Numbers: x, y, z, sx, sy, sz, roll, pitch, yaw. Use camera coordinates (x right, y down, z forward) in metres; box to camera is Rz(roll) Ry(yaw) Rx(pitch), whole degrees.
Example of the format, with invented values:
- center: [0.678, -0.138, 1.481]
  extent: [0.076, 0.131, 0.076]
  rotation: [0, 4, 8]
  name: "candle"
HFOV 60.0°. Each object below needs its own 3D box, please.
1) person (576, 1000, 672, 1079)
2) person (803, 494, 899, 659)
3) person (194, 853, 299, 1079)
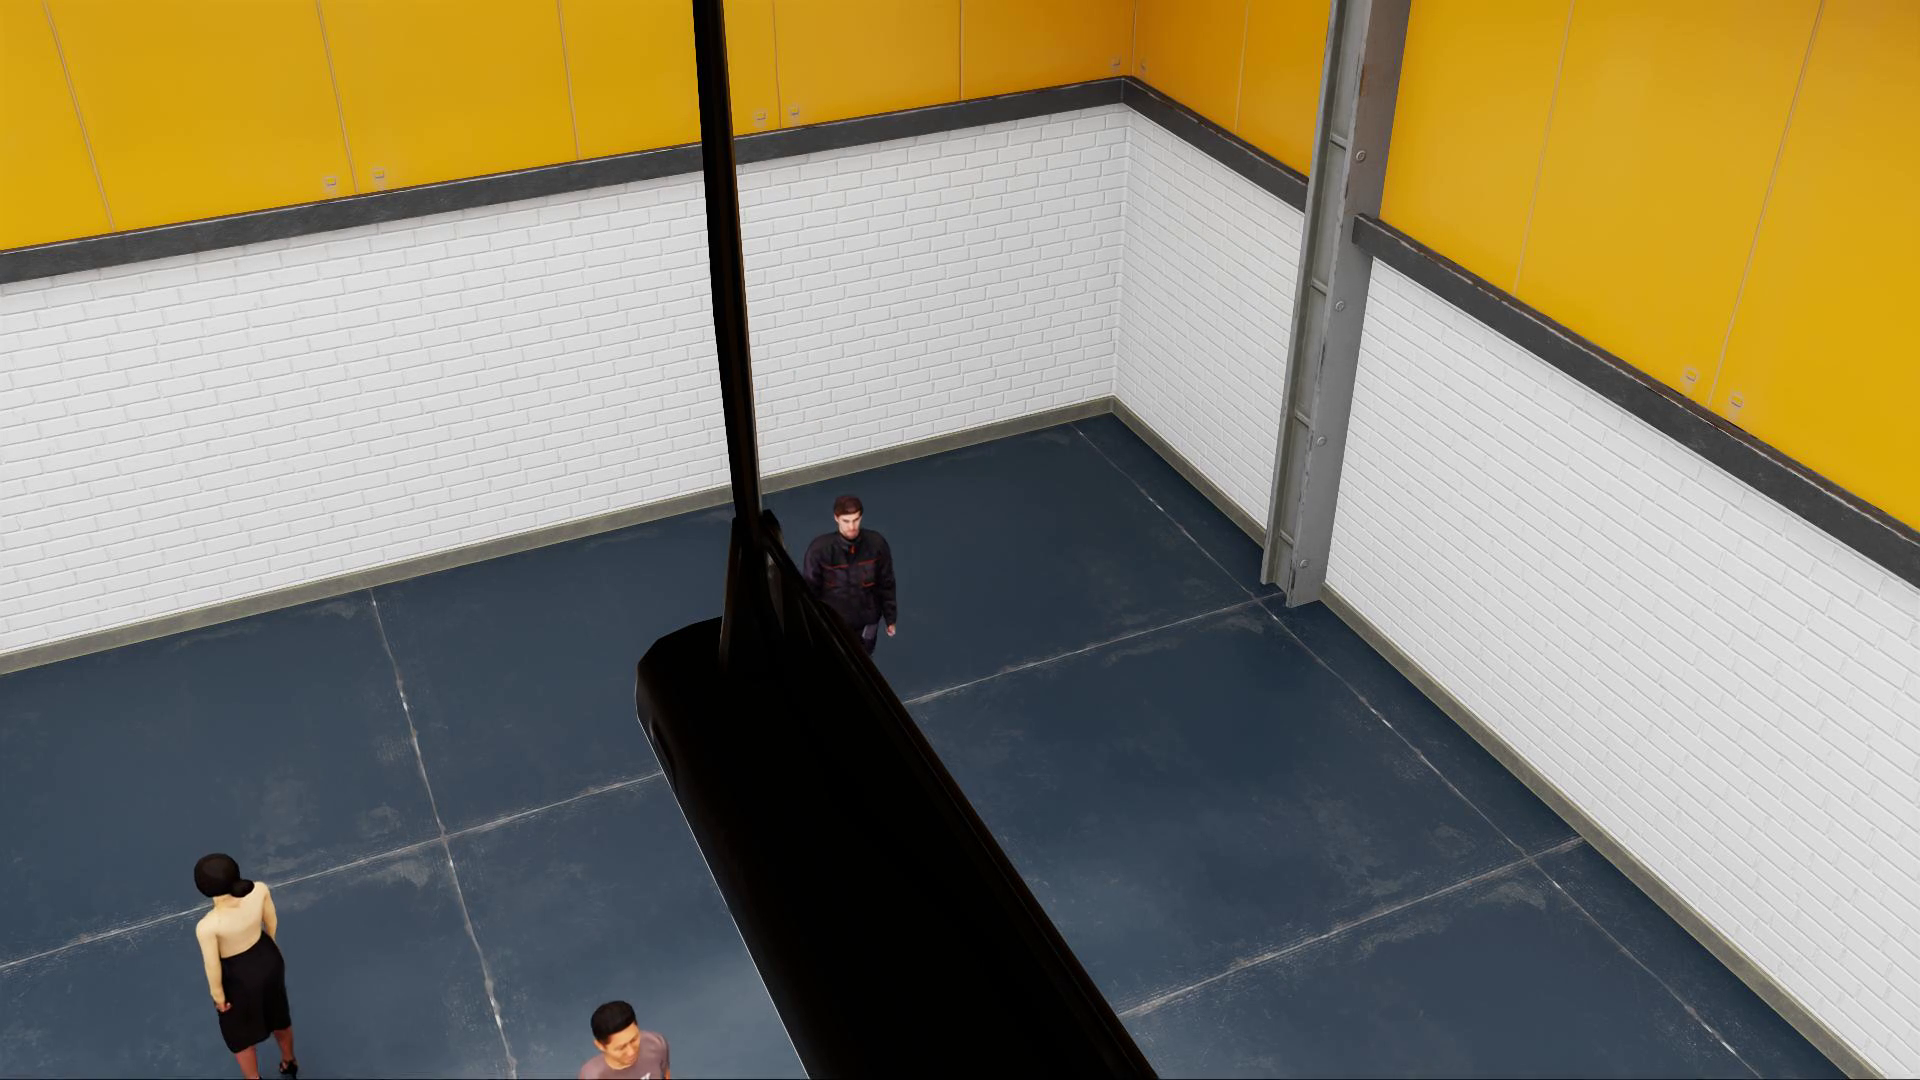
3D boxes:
- center: [-1.518, 2.670, 7.526]
  extent: [0.733, 1.758, 0.804]
  rotation: [-23, 40, -31]
  name: "person"
- center: [-0.730, 0.447, 10.814]
  extent: [0.796, 1.821, 0.854]
  rotation: [-10, 35, -15]
  name: "person"
- center: [-3.519, 2.195, 8.337]
  extent: [0.726, 1.652, 0.696]
  rotation: [22, 39, 29]
  name: "person"
